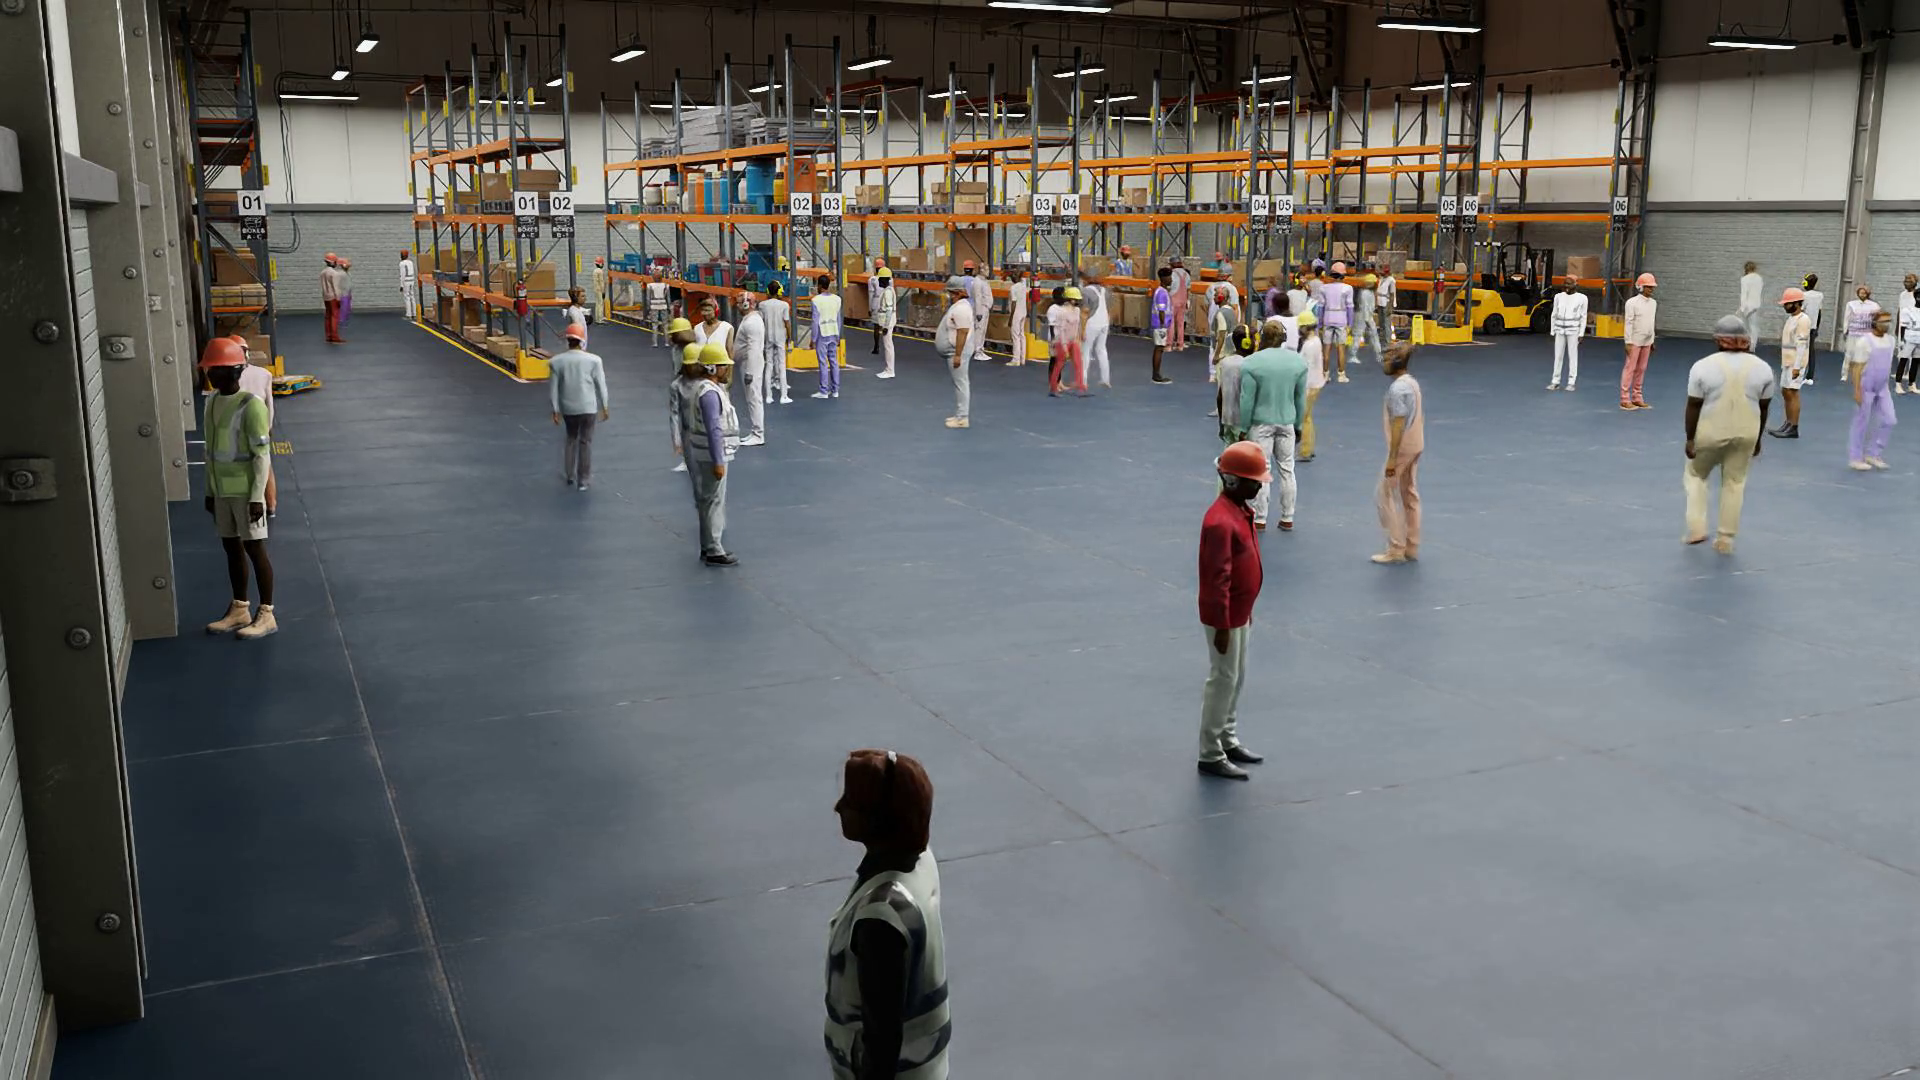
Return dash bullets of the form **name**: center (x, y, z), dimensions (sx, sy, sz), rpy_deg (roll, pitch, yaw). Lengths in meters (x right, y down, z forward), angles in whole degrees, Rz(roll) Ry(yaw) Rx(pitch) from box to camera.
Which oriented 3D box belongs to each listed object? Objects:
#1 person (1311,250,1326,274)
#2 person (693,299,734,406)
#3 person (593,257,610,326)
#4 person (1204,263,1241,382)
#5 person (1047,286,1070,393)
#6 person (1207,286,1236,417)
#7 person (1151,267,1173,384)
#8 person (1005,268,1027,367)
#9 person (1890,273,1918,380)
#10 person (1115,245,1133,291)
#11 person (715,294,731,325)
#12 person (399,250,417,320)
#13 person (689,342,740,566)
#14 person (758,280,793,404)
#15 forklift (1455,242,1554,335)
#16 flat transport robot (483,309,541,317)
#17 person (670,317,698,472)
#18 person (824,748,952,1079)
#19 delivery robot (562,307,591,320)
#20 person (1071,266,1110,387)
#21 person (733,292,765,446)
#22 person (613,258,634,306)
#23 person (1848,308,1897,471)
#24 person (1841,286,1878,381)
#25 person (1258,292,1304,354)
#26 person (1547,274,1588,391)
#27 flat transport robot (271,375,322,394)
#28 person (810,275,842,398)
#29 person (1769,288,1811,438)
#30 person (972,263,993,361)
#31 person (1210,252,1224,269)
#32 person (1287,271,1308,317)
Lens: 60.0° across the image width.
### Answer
- **person**: center (10.203, -7.265, 46.959), dimensions (0.634, 1.841, 0.429), rpy_deg (-6, 13, -29)
- **person**: center (-3.012, -2.046, 20.466), dimensions (0.560, 1.837, 0.389), rpy_deg (5, 12, 23)
- **person**: center (-9.224, -6.389, 42.725), dimensions (0.330, 1.751, 0.573), rpy_deg (-6, 13, -29)
- **person**: center (4.502, -3.678, 28.222), dimensions (0.537, 2.000, 0.682), rpy_deg (-9, 14, -38)
- **person**: center (1.594, -3.234, 26.837), dimensions (0.317, 1.700, 0.537), rpy_deg (7, 13, 30)
- **person**: center (3.734, -2.668, 23.583), dimensions (0.388, 1.847, 0.564), rpy_deg (5, 12, 22)
- **person**: center (3.420, -3.636, 28.197), dimensions (0.369, 1.965, 0.608), rpy_deg (1, 11, 3)
- **person**: center (1.067, -4.183, 31.289), dimensions (0.345, 1.846, 0.506), rpy_deg (6, 13, 29)
- **person**: center (16.434, -3.690, 28.823), dimensions (0.347, 1.839, 0.501), rpy_deg (-4, 12, -17)
- **person**: center (4.284, -6.624, 43.194), dimensions (0.611, 2.040, 0.393), rpy_deg (-10, 15, -41)
- **person**: center (-6.131, -6.376, 42.827), dimensions (0.491, 1.690, 0.955), rpy_deg (-5, 12, -25)
- **person**: center (-14.978, -6.910, 45.048), dimensions (0.337, 1.882, 0.583), rpy_deg (3, 11, 14)
- **person**: center (-2.004, -0.703, 13.635), dimensions (0.404, 1.830, 0.603), rpy_deg (-3, 12, -15)
- **person**: center (-2.794, -3.000, 25.212), dimensions (0.532, 1.871, 0.319), rpy_deg (2, 11, 11)
- **forklift**: center (13.047, -6.049, 39.881), dimensions (2.313, 2.155, 1.214), rpy_deg (-5, 12, -23)
- **flat transport robot**: center (-12.406, -6.297, 46.044), dimensions (1.431, 0.197, 0.652), rpy_deg (1, 11, 6)
- **person**: center (-3.020, -1.595, 18.414), dimensions (0.498, 1.734, 0.347), rpy_deg (9, 14, 40)
- **person**: center (-0.171, 1.287, 4.004), dimensions (0.307, 1.645, 0.511), rpy_deg (1, 11, 5)
- **delivery robot**: center (-9.843, -5.828, 42.699), dimensions (0.707, 0.478, 0.477), rpy_deg (-2, 11, -9)
- **person**: center (2.199, -3.534, 27.492), dimensions (0.635, 2.000, 0.708), rpy_deg (11, 15, 43)
- **person**: center (-2.624, -2.127, 20.681), dimensions (0.400, 1.907, 0.645), rpy_deg (0, 11, -2)
- **person**: center (-9.507, -7.205, 46.960), dimensions (0.782, 1.732, 0.556), rpy_deg (5, 12, 24)
- **person**: center (10.205, -1.658, 18.502), dimensions (0.538, 1.823, 0.588), rpy_deg (-3, 11, -14)
- **person**: center (15.401, -3.525, 28.479), dimensions (0.515, 1.636, 0.315), rpy_deg (4, 12, 21)
- **person**: center (4.090, -2.210, 21.181), dimensions (0.590, 1.883, 0.755), rpy_deg (-5, 12, -26)
- **person**: center (9.865, -3.363, 27.025), dimensions (0.574, 1.882, 0.356), rpy_deg (10, 15, 42)
- **flat transport robot**: center (-10.901, -2.505, 26.773), dimensions (0.652, 0.197, 1.431), rpy_deg (0, 11, 2)
- **person**: center (-2.095, -3.173, 25.967), dimensions (0.392, 1.920, 0.592), rpy_deg (10, 15, 41)
- **person**: center (10.678, -2.271, 21.389), dimensions (0.391, 1.923, 0.549), rpy_deg (1, 11, 8)
- **person**: center (0.455, -4.473, 32.609), dimensions (0.403, 1.904, 0.651), rpy_deg (2, 11, 12)
- **person**: center (7.693, -7.707, 49.506), dimensions (0.578, 1.713, 0.685), rpy_deg (-5, 12, -25)
- **person**: center (5.851, -3.706, 28.788), dimensions (0.524, 1.876, 0.325), rpy_deg (-10, 15, -41)
